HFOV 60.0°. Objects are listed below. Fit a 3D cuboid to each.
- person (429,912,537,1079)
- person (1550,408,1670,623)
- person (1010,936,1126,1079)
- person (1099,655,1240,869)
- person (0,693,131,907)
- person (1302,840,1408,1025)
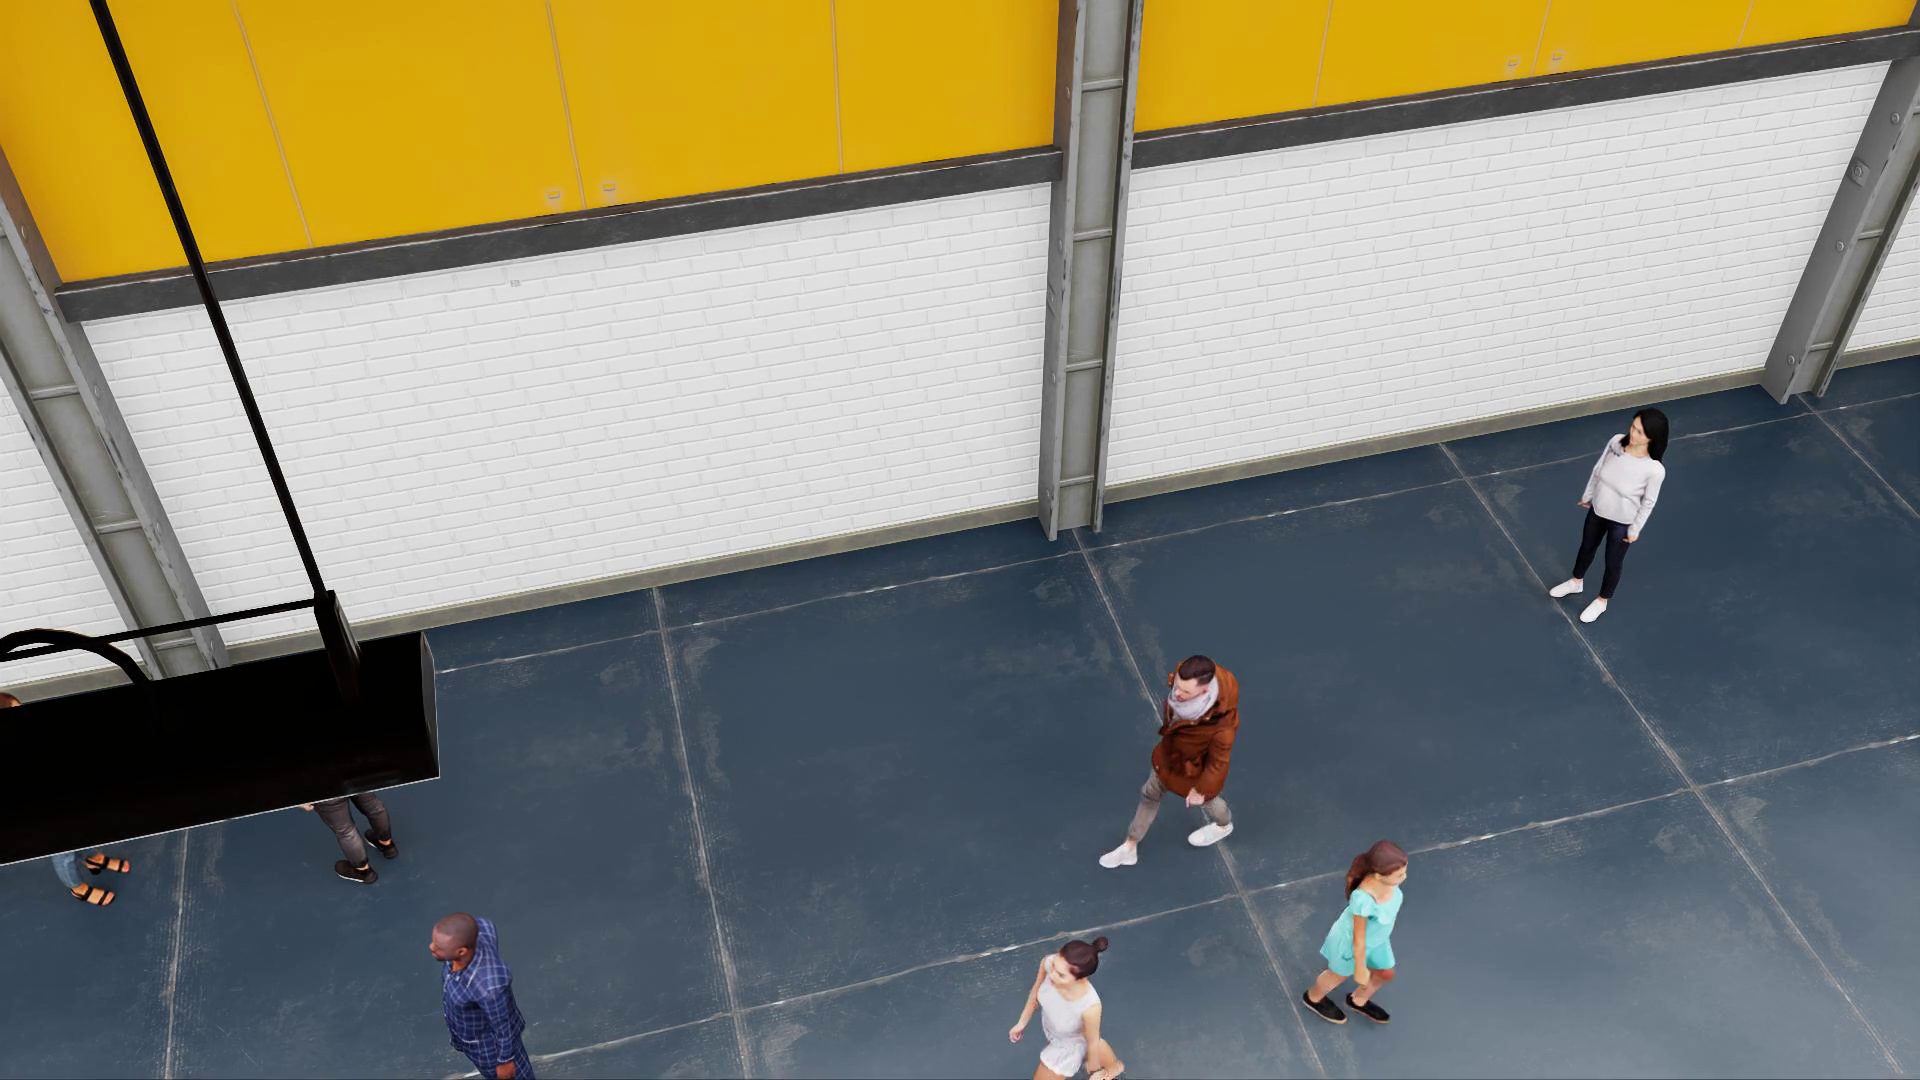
[{"bbox_3d":[-2.286,2.369,8.109,0.700,1.825,0.732,-22,48,-21],"label":"person"},{"bbox_3d":[4.292,-0.180,10.875,0.653,1.700,0.683,-23,48,-23],"label":"person"},{"bbox_3d":[0.594,2.416,8.254,1.120,1.557,0.696,-19,47,-19],"label":"person"},{"bbox_3d":[1.384,1.218,9.351,1.200,1.778,0.913,-19,47,-19],"label":"person"},{"bbox_3d":[-5.057,1.416,9.217,0.630,1.677,0.667,-1,44,-1],"label":"person"},{"bbox_3d":[2.009,2.031,8.669,0.776,1.542,0.731,30,51,28],"label":"person"}]
